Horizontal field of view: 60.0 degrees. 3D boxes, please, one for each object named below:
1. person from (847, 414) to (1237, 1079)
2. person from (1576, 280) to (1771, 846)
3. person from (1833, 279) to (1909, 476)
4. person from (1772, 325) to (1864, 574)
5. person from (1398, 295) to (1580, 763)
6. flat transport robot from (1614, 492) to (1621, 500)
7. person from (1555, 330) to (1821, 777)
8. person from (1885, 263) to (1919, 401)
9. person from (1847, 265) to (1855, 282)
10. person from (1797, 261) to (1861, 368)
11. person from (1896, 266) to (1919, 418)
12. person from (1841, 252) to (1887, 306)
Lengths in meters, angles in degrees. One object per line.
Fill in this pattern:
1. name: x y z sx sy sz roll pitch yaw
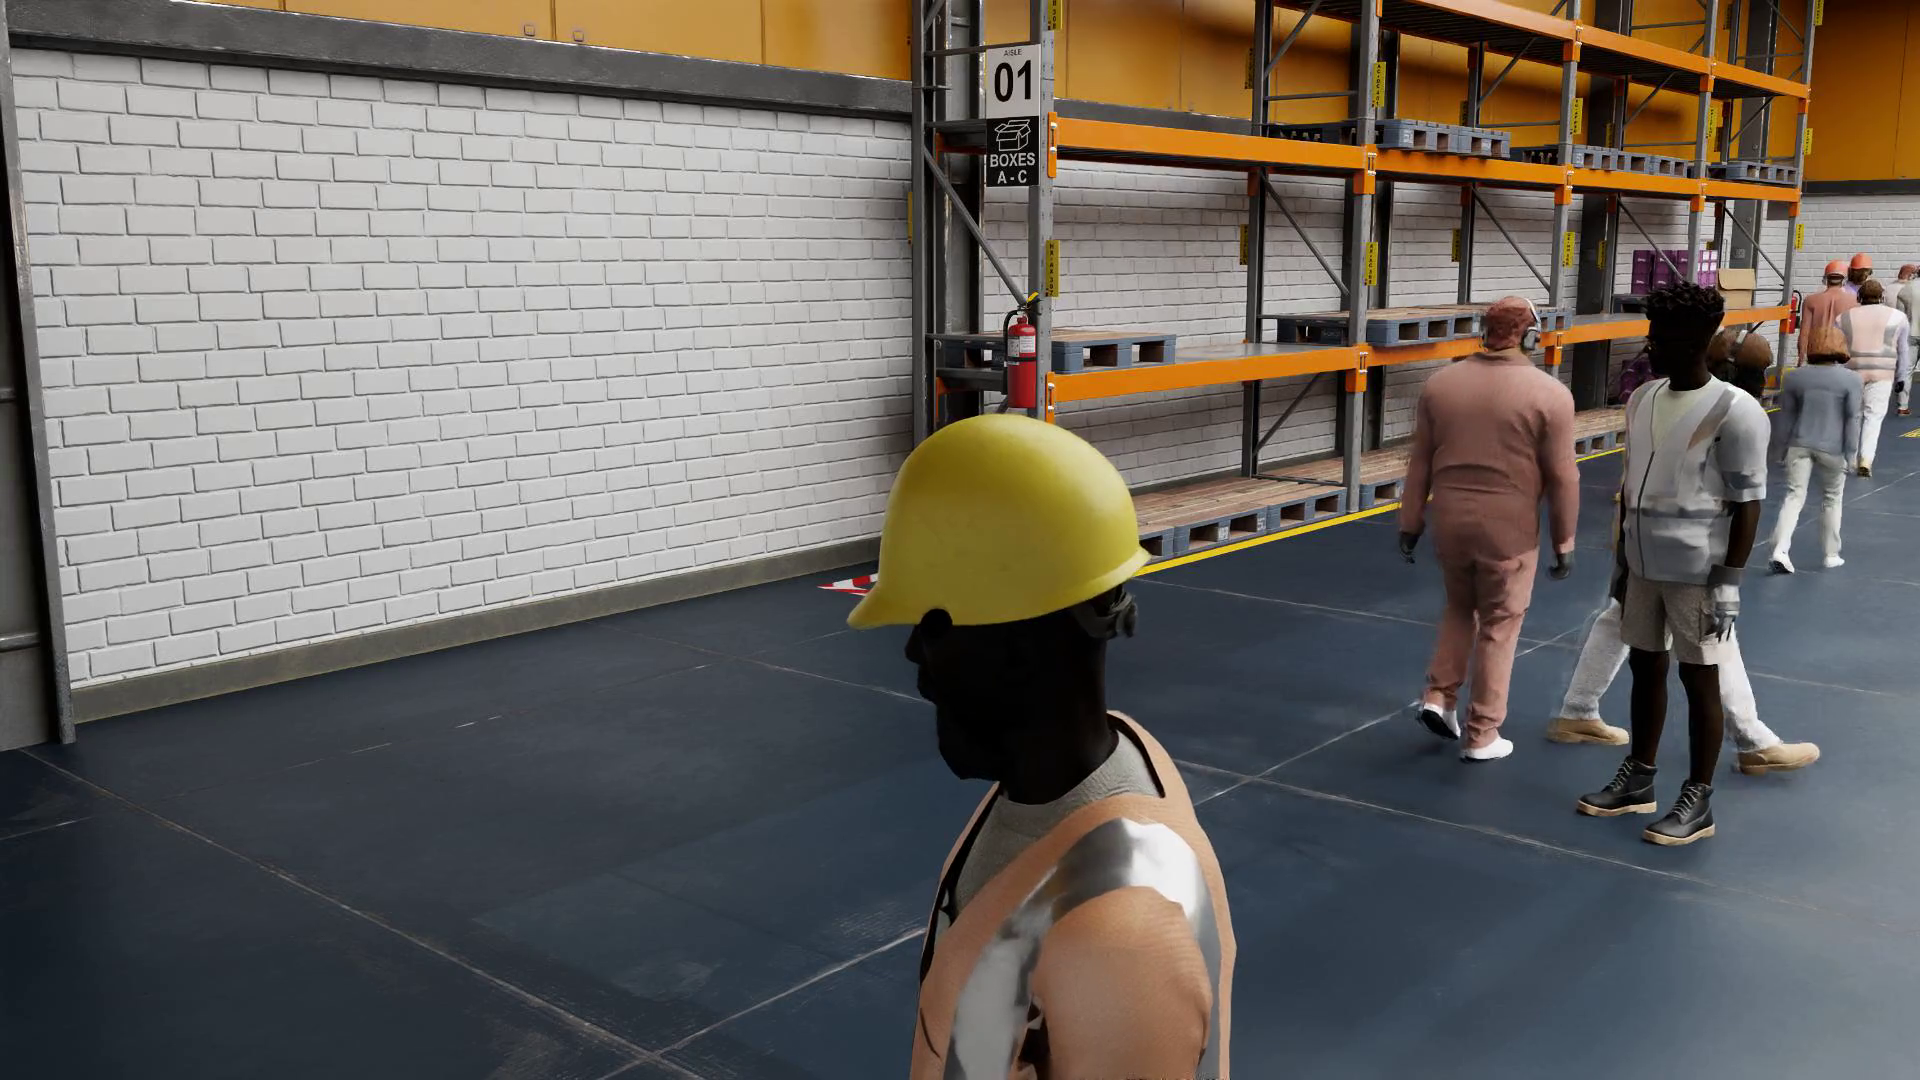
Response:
1. person: 0.084 0.831 1.693 0.383 1.921 0.585 0 10 -2
2. person: 2.516 0.081 5.835 0.370 1.963 0.608 -3 11 -19
3. person: 8.351 -1.497 15.315 0.625 1.802 0.949 6 12 32
4. person: 5.468 -0.572 10.669 0.506 1.599 0.840 10 14 44
5. person: 2.149 -0.040 6.759 0.713 1.884 0.455 10 14 44
6. flat transport robot: 5.974 -0.463 13.754 0.652 0.197 1.431 8 13 38
7. person: 2.942 0.050 6.637 1.052 1.748 0.637 4 11 22
8. person: 12.496 -2.737 22.135 0.676 1.874 0.676 8 12 37
9. person: 11.935 -2.775 22.414 0.349 1.861 0.514 -7 12 -34
10. person: 9.306 -2.001 17.772 0.644 1.942 1.042 5 11 26
11. person: 11.798 -2.462 20.391 0.368 1.940 0.633 -8 13 -38
12. person: 10.859 -2.467 20.178 0.624 2.023 0.584 2 10 12
